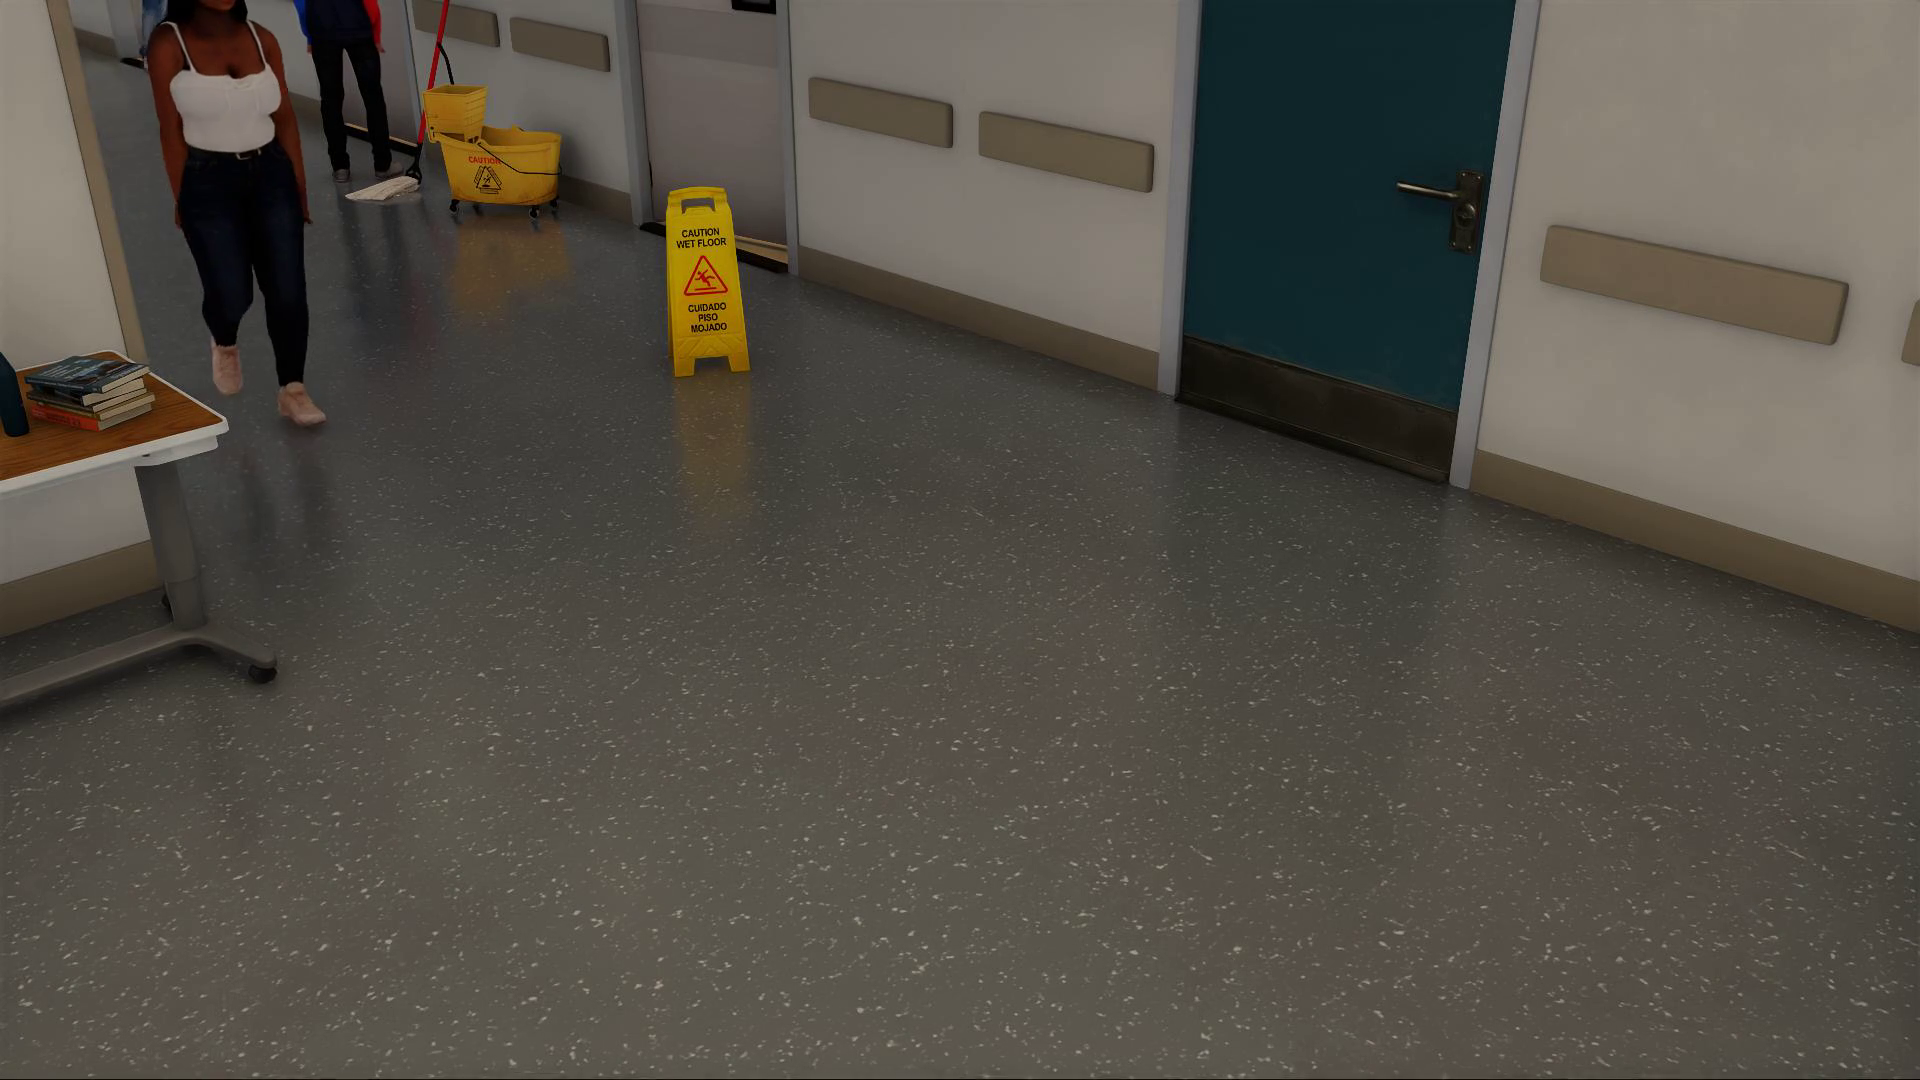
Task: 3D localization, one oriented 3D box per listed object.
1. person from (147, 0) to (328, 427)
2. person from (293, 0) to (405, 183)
[{"bbox_3d":[-2.713,-1.292,6.170,0.666,1.793,0.823,-21,33,-36],"label":"person"},{"bbox_3d":[-3.642,-3.004,9.763,0.724,1.757,0.753,-4,26,-7],"label":"person"}]
